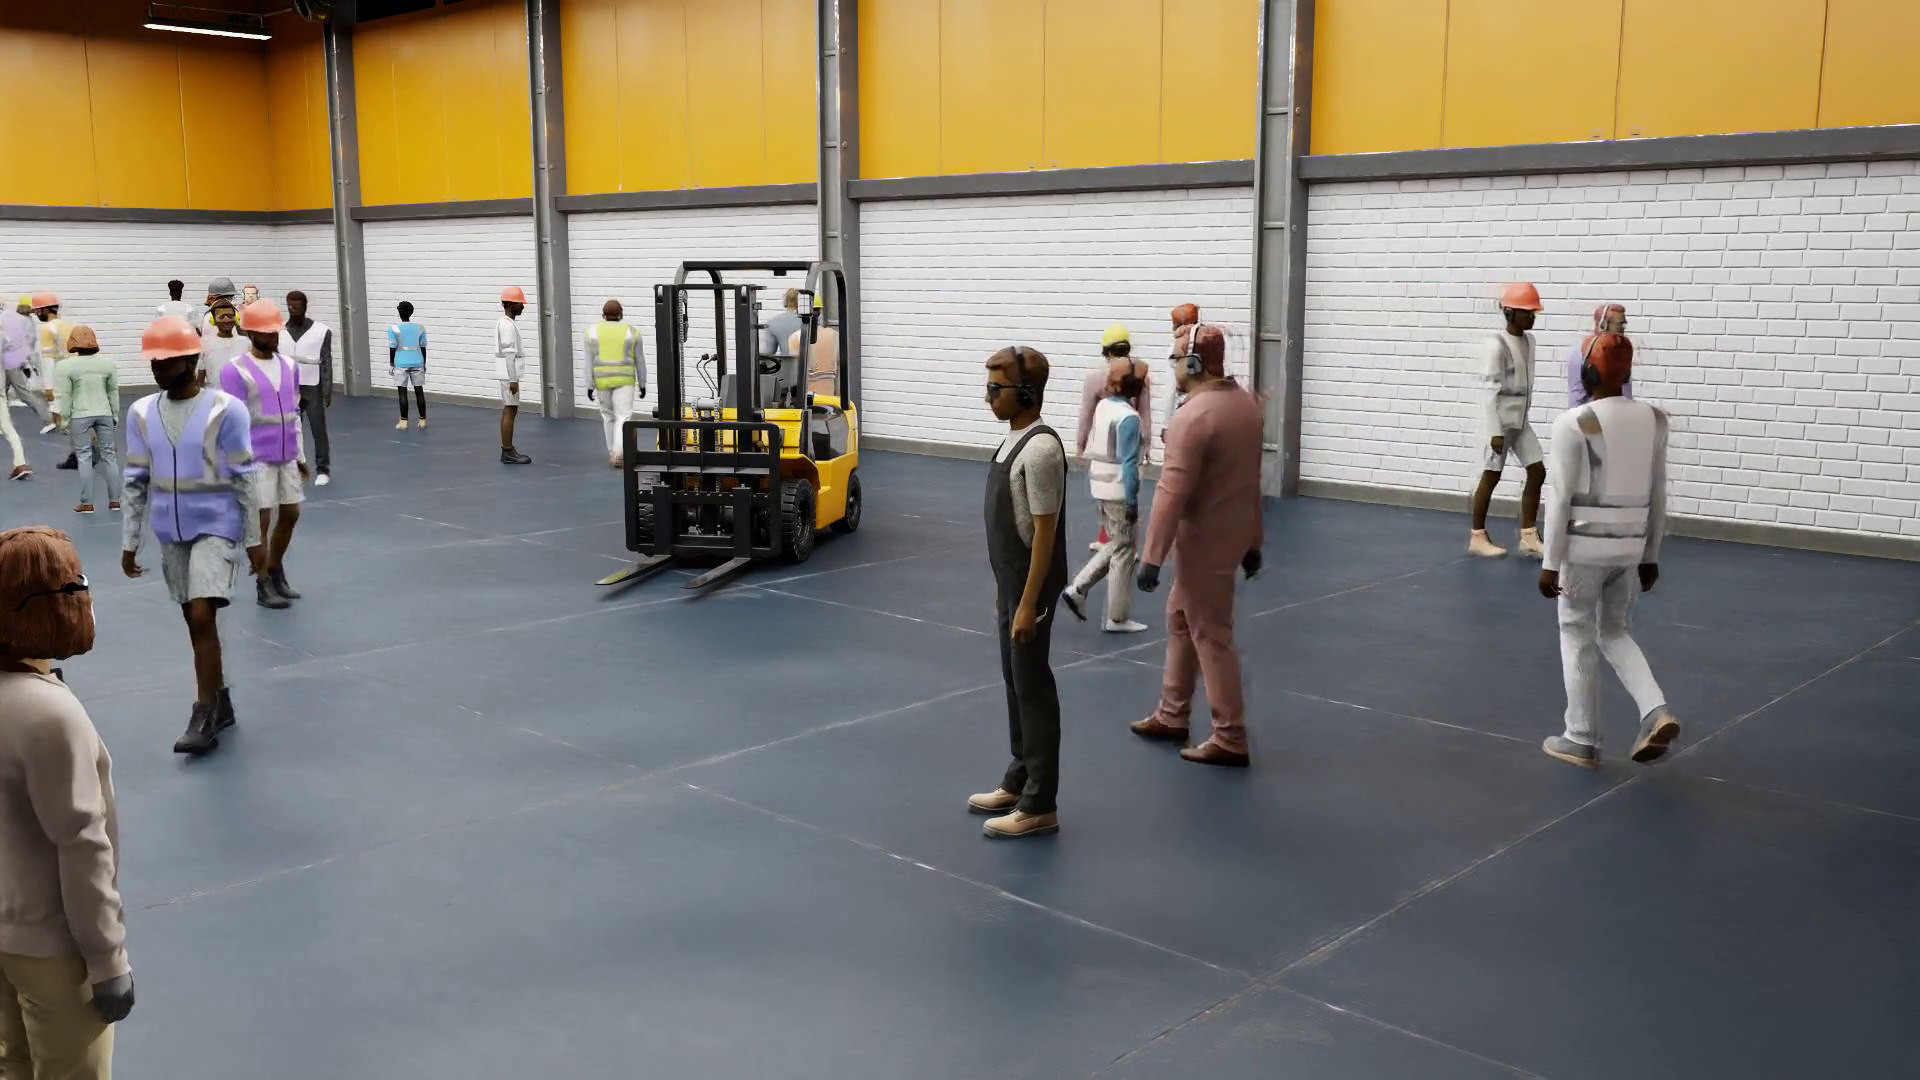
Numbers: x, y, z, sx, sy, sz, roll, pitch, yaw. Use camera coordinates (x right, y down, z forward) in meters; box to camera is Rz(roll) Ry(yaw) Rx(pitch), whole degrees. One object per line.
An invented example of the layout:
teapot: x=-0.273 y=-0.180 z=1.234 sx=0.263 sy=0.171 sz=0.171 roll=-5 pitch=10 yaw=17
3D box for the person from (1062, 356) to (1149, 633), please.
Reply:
person: x=0.887 y=-0.252 z=9.616 sx=0.412 sy=1.622 sz=0.527 roll=-3 pitch=10 yaw=-16

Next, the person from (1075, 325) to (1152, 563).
person: x=1.123 y=-0.691 z=12.029 sx=0.536 sy=1.722 sz=0.898 roll=-4 pitch=10 yaw=-22

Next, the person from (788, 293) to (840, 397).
person: x=-1.314 y=-1.254 z=14.854 sx=0.385 sy=1.922 sz=0.594 roll=9 pitch=13 yaw=42

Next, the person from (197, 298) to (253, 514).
person: x=-6.200 y=-1.106 z=14.111 sx=0.517 sy=1.874 sz=0.327 roll=-7 pitch=12 yaw=-37

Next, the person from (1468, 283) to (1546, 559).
person: x=4.059 y=-0.836 z=12.011 sx=0.652 sy=2.011 sz=0.814 roll=-8 pitch=12 yaw=-40

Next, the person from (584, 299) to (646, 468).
person: x=-3.704 y=-1.687 z=17.882 sx=0.636 sy=1.809 sz=0.907 roll=-1 pitch=9 yaw=-4

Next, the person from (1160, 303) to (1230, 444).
person: x=1.912 y=-0.948 z=13.196 sx=0.596 sy=1.847 sz=0.538 roll=-7 pitch=12 yaw=-37

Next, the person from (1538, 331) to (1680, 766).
person: x=2.727 y=0.065 z=6.965 sx=0.574 sy=1.869 sz=0.540 roll=-3 pitch=10 yaw=-20

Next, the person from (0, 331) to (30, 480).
person: x=-9.768 y=-1.495 z=16.728 sx=1.001 sy=1.821 sz=0.498 roll=6 pitch=11 yaw=31

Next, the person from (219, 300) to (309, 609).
person: x=-4.384 y=-0.532 z=10.485 sx=0.565 sy=1.926 sz=0.584 roll=5 pitch=11 yaw=29

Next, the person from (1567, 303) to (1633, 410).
person: x=4.816 y=-0.840 z=12.491 sx=0.660 sy=1.875 sz=0.884 roll=-8 pitch=12 yaw=-39

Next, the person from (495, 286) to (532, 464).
person: x=-4.867 y=-1.796 z=18.145 sx=0.376 sy=1.933 sz=0.551 roll=-3 pitch=10 yaw=-18

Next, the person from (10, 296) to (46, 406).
person: x=-14.299 y=-2.908 z=25.673 sx=0.888 sy=1.698 sz=0.516 roll=-1 pitch=9 yaw=-4

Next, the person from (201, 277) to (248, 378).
person: x=-7.671 y=-1.745 z=17.512 sx=0.537 sy=2.000 sz=0.683 roll=-4 pitch=10 yaw=-24

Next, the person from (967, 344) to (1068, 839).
person: x=0.225 y=0.192 z=6.241 sx=0.345 sy=1.845 sz=0.508 roll=-2 pitch=9 yaw=-9

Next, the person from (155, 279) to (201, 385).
person: x=-11.574 y=-2.874 z=24.660 sx=0.614 sy=1.963 sz=0.362 roll=-4 pitch=10 yaw=-21

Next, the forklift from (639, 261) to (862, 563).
forklift: x=-1.552 y=-1.040 z=12.721 sx=1.214 sy=2.155 sz=2.313 roll=2 pitch=9 yaw=11

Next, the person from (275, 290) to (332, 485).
person: x=-6.463 y=-1.487 z=16.339 sx=0.601 sy=1.911 sz=0.411 roll=0 pitch=9 yaw=0

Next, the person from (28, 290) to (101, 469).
person: x=-9.319 y=-1.663 z=17.454 sx=0.748 sy=1.901 sz=0.575 roll=1 pitch=9 yaw=7

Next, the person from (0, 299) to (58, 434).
person: x=-12.075 y=-2.259 z=21.258 sx=0.987 sy=1.862 sz=0.583 roll=-2 pitch=9 yaw=-11

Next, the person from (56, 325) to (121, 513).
person: x=-7.577 y=-1.049 z=14.490 sx=0.285 sy=1.633 sz=0.499 roll=8 pitch=12 yaw=41

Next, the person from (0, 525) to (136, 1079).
person: x=-1.773 y=0.782 z=3.260 sx=0.498 sy=1.634 sz=0.279 roll=7 pitch=12 yaw=39

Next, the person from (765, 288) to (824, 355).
person: x=-1.731 y=-1.763 z=18.029 sx=0.832 sy=1.913 sz=0.559 roll=1 pitch=9 yaw=4

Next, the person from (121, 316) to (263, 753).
person: x=-3.436 y=-0.015 z=7.304 sx=0.564 sy=1.906 sz=0.790 roll=1 pitch=9 yaw=7

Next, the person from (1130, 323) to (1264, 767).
person: x=0.953 y=0.017 z=7.170 sx=0.794 sy=1.878 sz=0.670 roll=6 pitch=11 yaw=33

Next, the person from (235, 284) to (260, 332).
person: x=-9.687 y=-2.543 z=22.803 sx=0.642 sy=1.913 sz=0.410 roll=-4 pitch=10 yaw=-24

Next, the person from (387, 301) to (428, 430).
person: x=-7.302 y=-2.306 z=22.000 sx=0.541 sy=1.696 sz=0.315 roll=-8 pitch=12 yaw=-41
